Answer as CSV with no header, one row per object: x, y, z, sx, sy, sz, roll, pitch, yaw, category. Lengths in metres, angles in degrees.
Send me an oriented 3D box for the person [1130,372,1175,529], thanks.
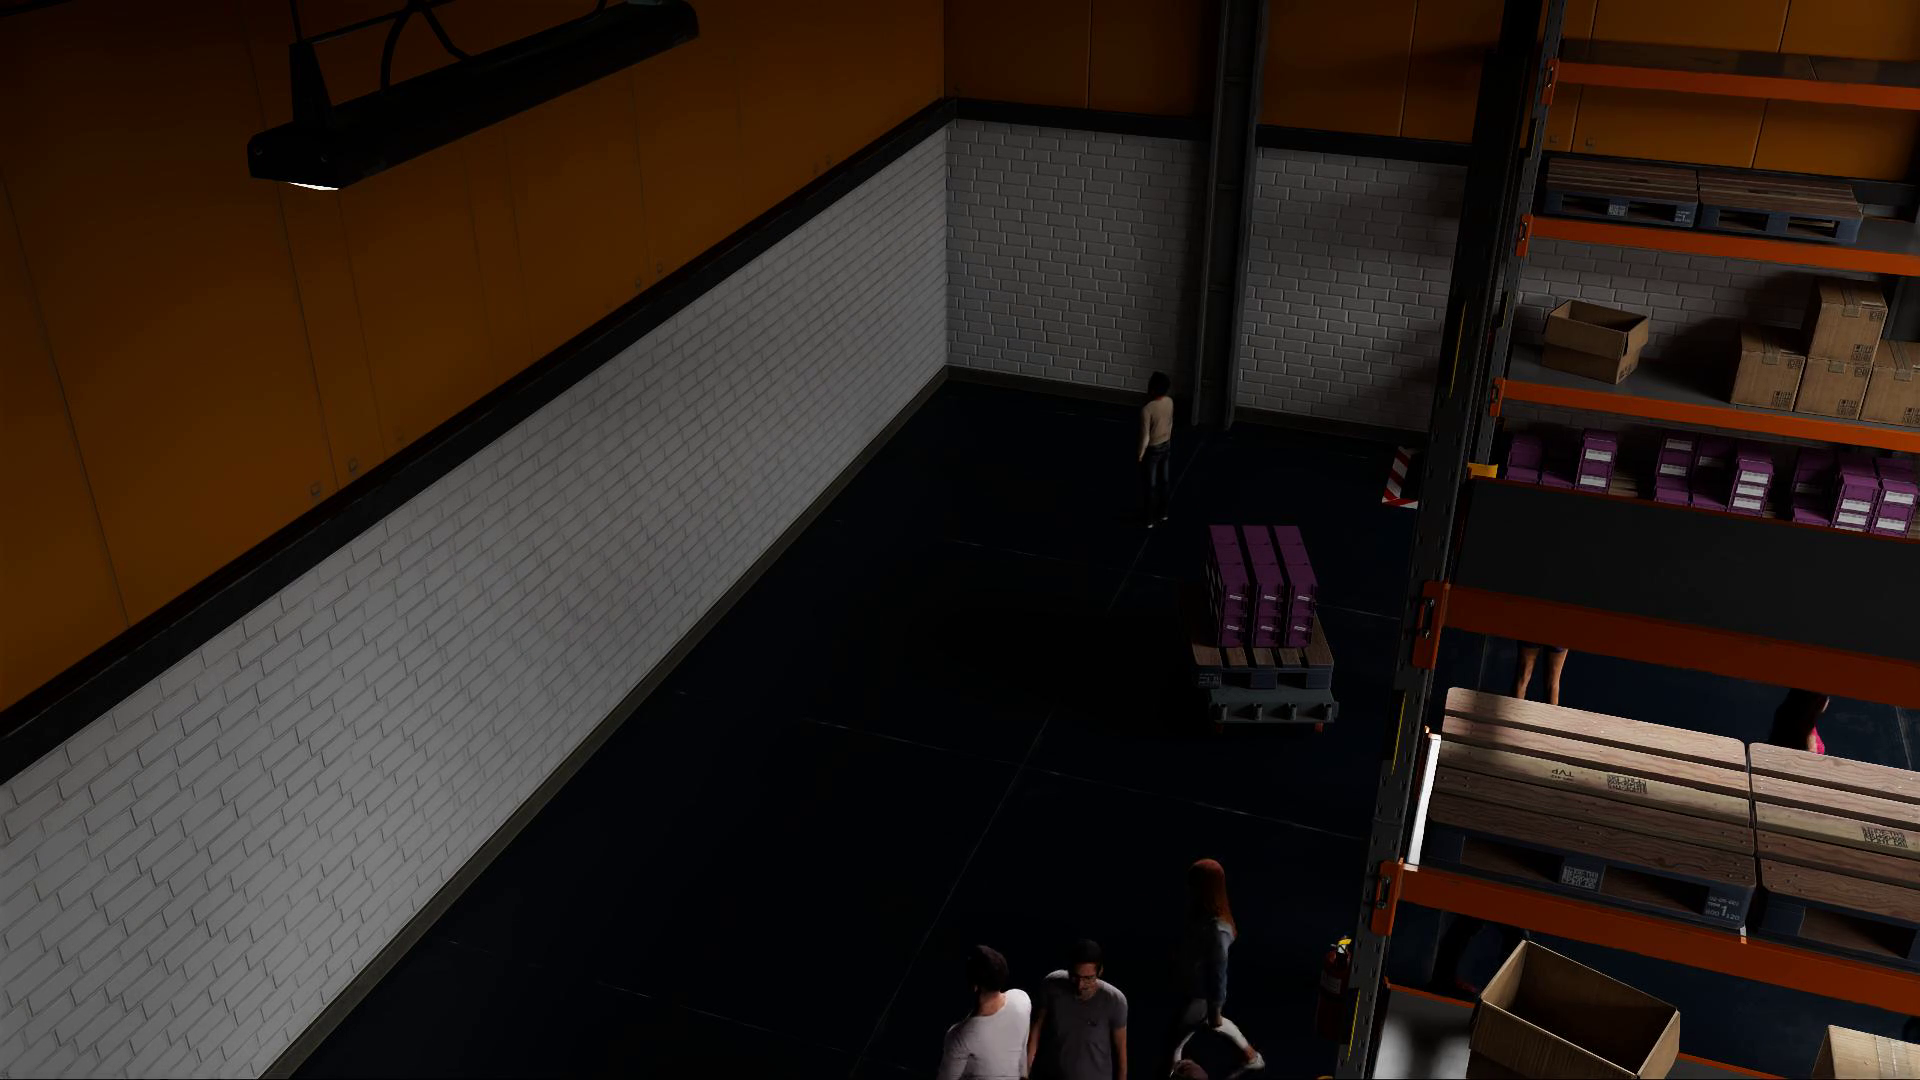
1.752,-0.815,14.887,0.627,1.464,0.640,-23,36,-35,person

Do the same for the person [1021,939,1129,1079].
0.618,2.619,8.322,1.039,1.722,0.791,14,31,23,person

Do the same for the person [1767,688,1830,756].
5.022,1.594,10.312,1.145,1.616,0.739,4,29,6,person

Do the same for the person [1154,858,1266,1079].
1.369,2.370,8.848,1.212,1.656,0.978,-4,29,-7,person

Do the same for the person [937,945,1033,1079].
0.163,2.728,8.033,1.171,1.808,0.978,25,38,38,person
